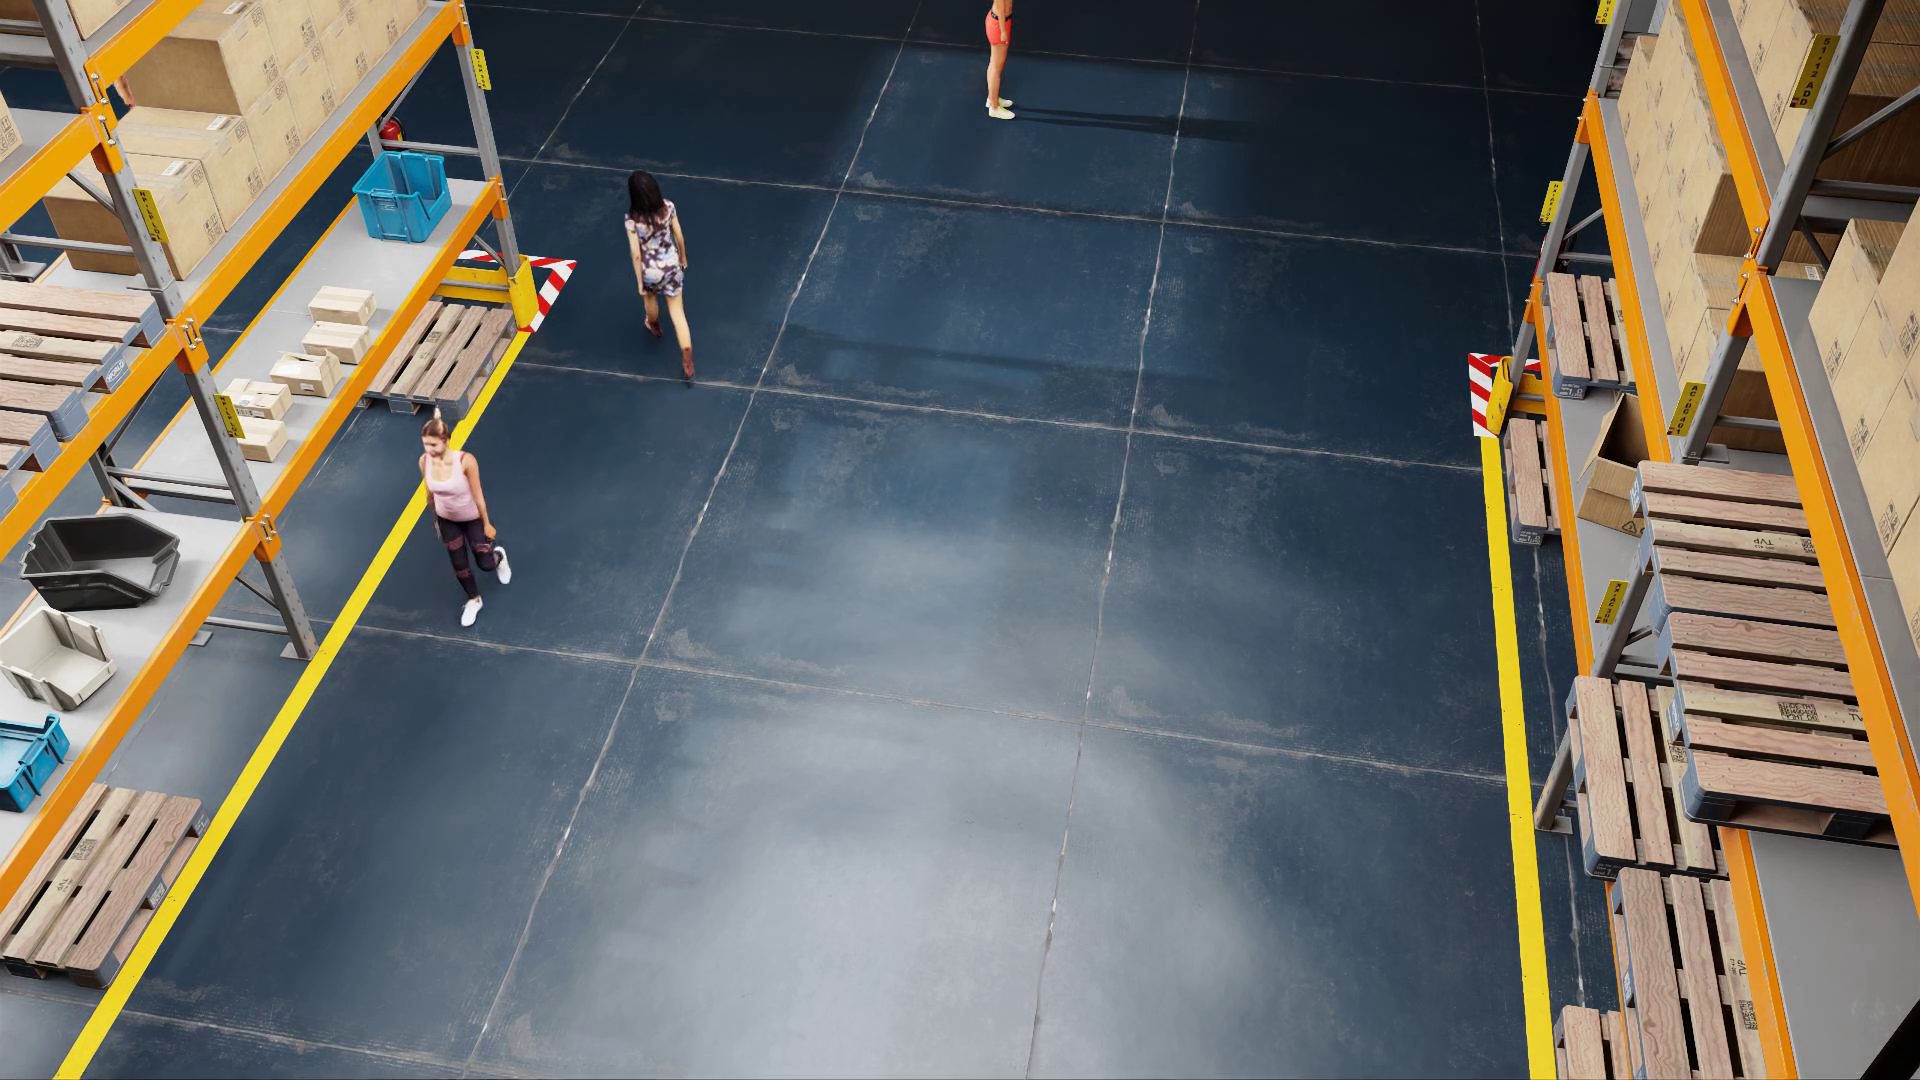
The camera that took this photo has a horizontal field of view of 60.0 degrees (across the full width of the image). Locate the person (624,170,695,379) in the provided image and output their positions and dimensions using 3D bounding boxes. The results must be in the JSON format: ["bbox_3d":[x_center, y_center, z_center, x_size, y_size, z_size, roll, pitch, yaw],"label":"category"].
[{"bbox_3d":[-2.300,-2.025,12.936,1.102,1.680,1.232,-20,47,-19],"label":"person"}]

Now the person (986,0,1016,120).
[{"bbox_3d":[0.373,-4.911,15.884,0.686,1.791,0.556,0,44,0],"label":"person"}]

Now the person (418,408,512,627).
[{"bbox_3d":[-3.283,-0.193,11.047,0.615,1.633,0.808,4,44,4],"label":"person"}]
